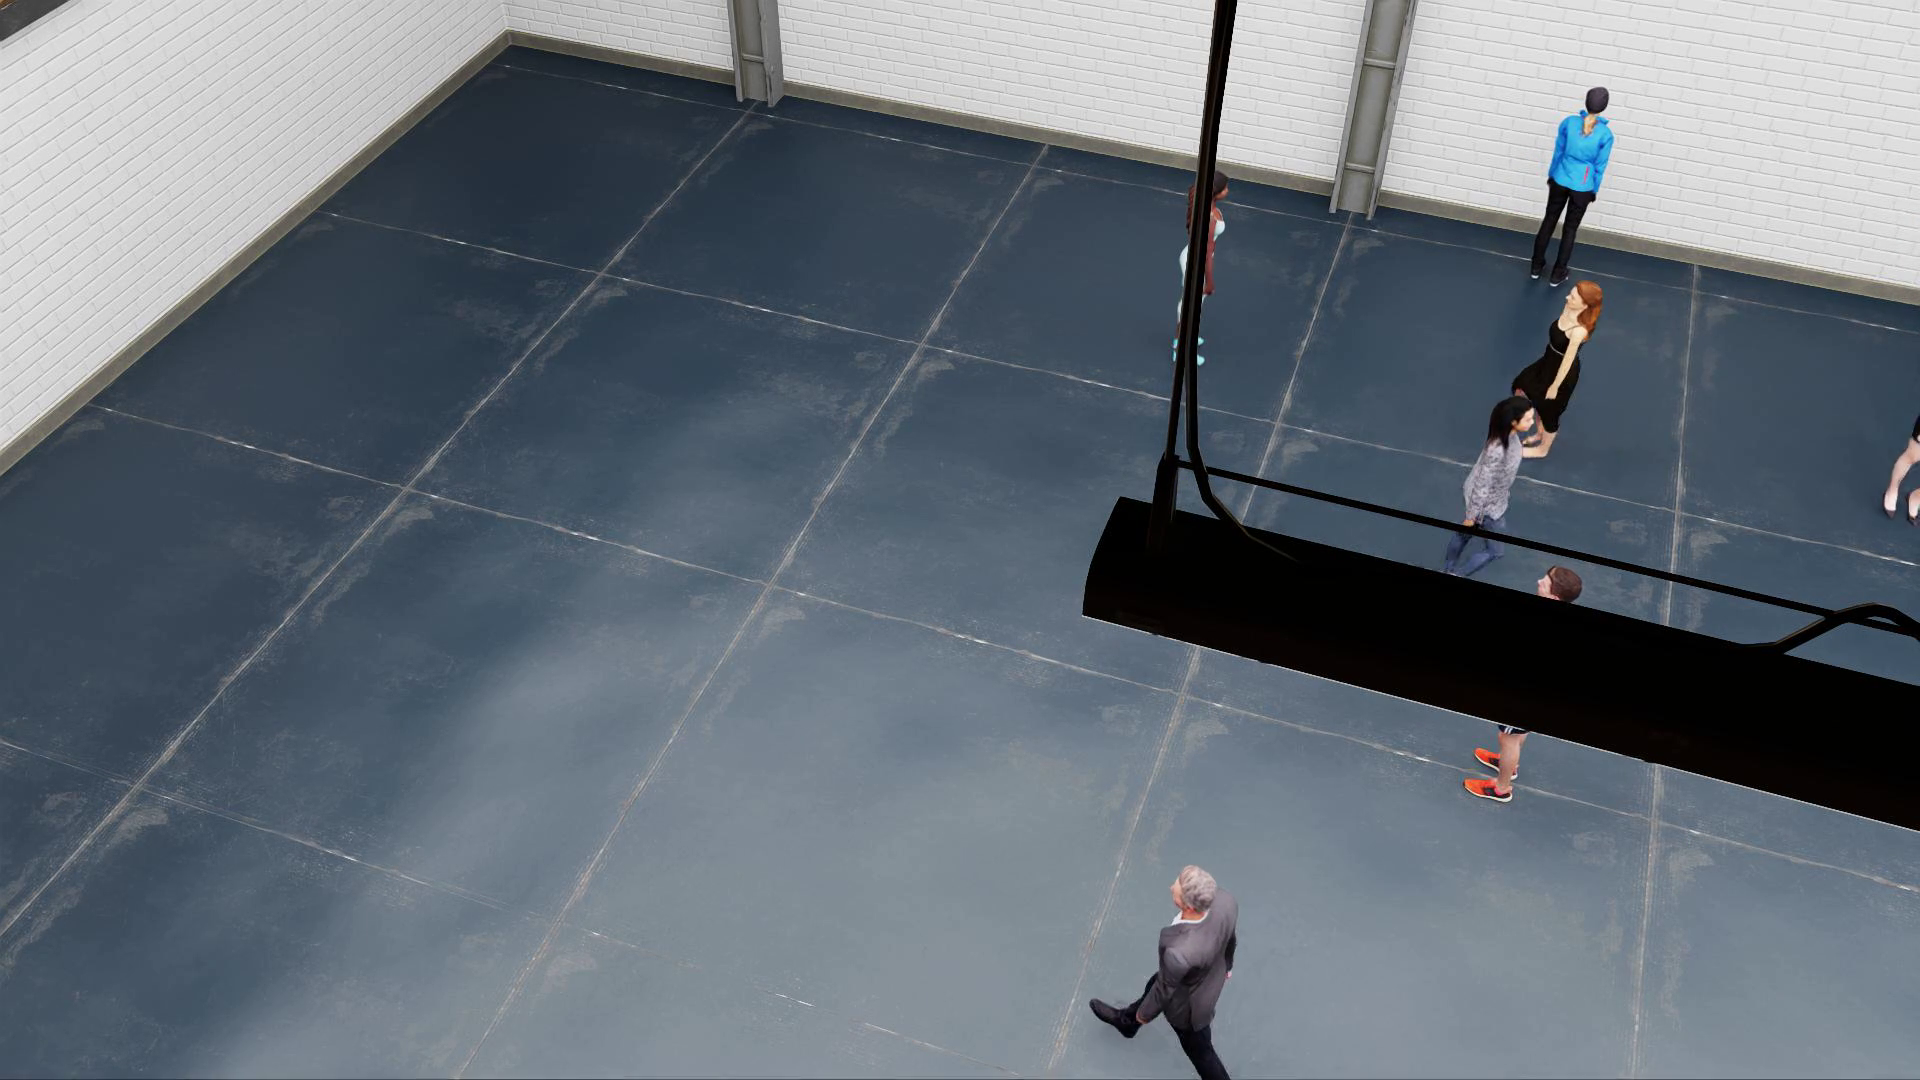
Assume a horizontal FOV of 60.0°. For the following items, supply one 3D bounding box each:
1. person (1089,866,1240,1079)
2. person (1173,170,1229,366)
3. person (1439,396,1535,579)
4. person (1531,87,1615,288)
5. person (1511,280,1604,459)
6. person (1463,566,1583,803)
[{"bbox_3d":[1.217,2.310,8.388,1.265,1.778,0.899,23,48,22],"label":"person"},{"bbox_3d":[1.867,-2.156,13.116,0.657,1.725,0.644,-4,44,-4],"label":"person"},{"bbox_3d":[3.441,-0.300,11.170,0.580,1.720,0.601,14,45,14],"label":"person"},{"bbox_3d":[5.111,-2.955,13.903,0.593,1.796,0.740,31,52,29],"label":"person"},{"bbox_3d":[4.477,-1.228,12.220,0.691,1.616,0.674,3,44,3],"label":"person"},{"bbox_3d":[3.370,0.855,9.862,0.586,1.852,0.687,21,47,20],"label":"person"}]
